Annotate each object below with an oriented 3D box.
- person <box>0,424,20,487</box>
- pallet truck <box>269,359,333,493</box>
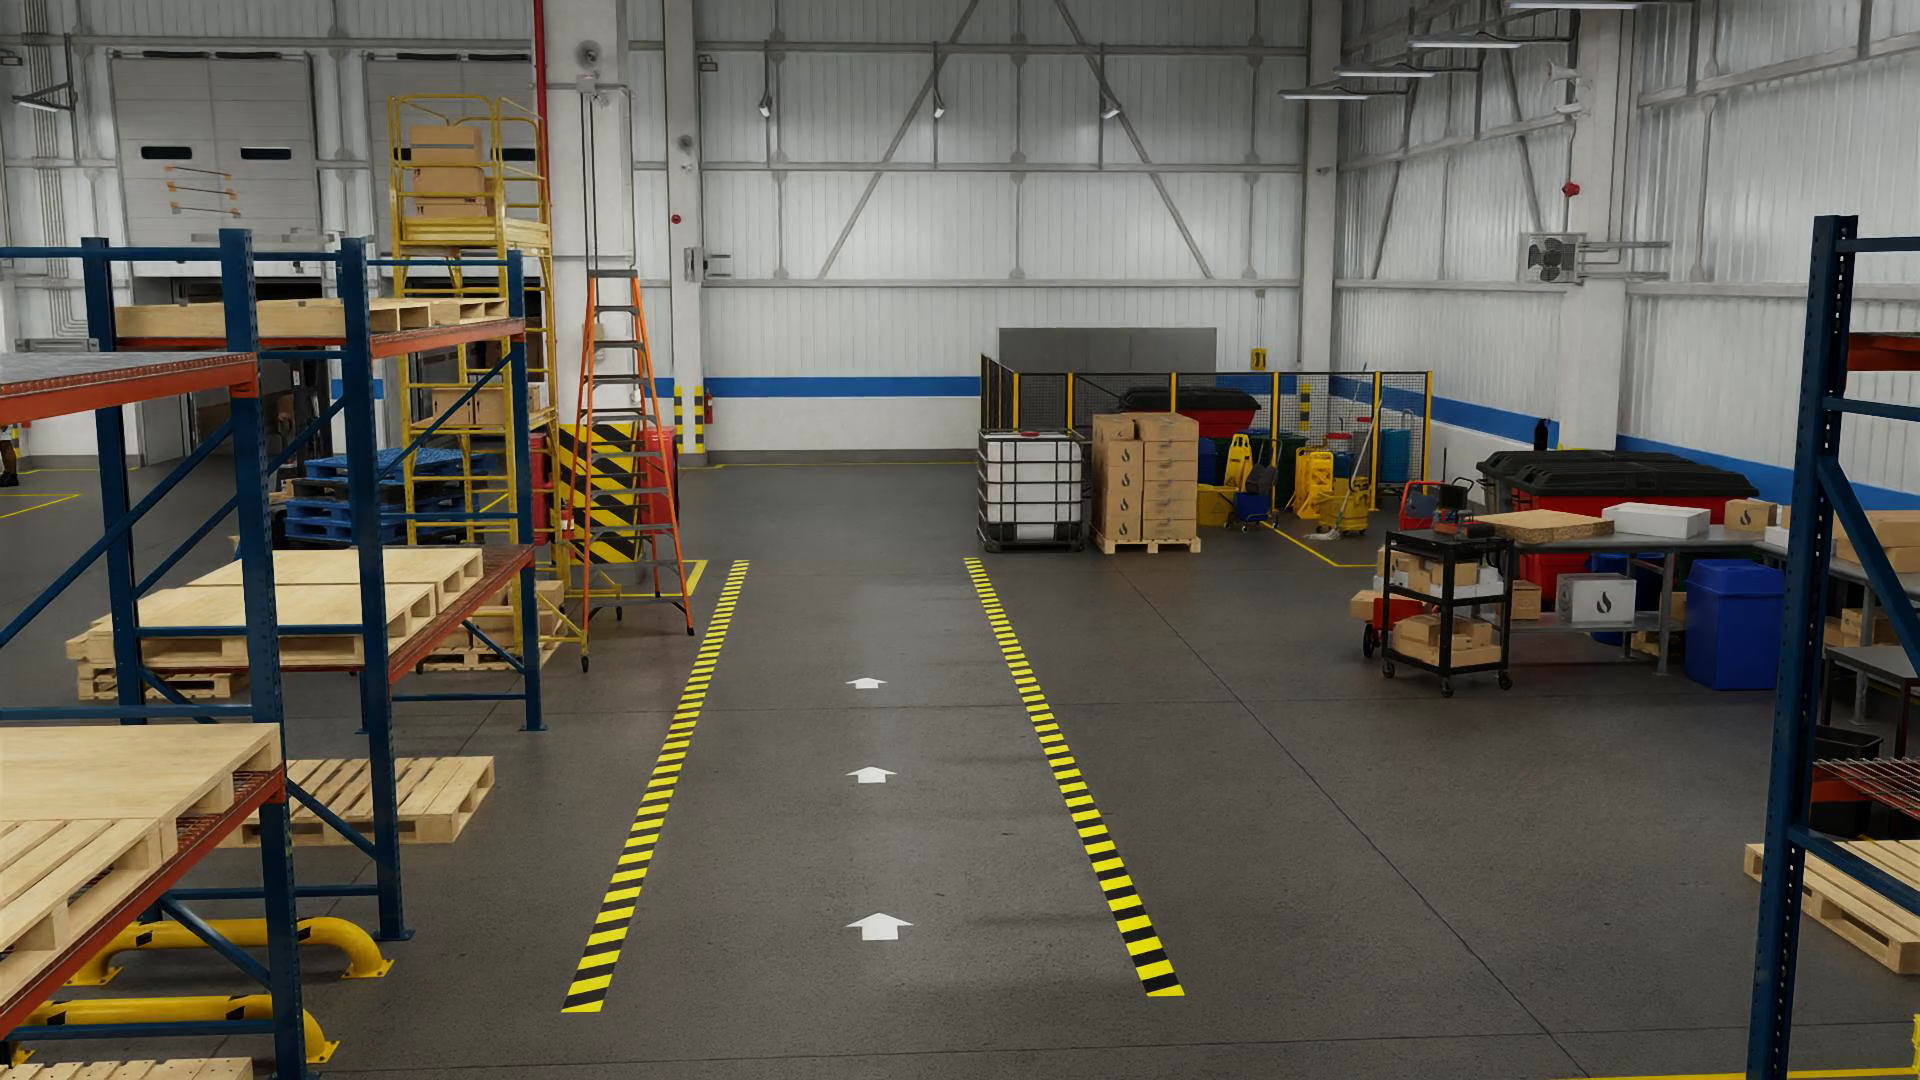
[{"bbox_3d":[-13.114,-1.680,22.669,0.388,1.930,0.544,-9,12,-43],"label":"person"},{"bbox_3d":[-7.062,-1.131,18.996,1.885,1.965,0.823,2,9,13],"label":"pallet truck"}]
